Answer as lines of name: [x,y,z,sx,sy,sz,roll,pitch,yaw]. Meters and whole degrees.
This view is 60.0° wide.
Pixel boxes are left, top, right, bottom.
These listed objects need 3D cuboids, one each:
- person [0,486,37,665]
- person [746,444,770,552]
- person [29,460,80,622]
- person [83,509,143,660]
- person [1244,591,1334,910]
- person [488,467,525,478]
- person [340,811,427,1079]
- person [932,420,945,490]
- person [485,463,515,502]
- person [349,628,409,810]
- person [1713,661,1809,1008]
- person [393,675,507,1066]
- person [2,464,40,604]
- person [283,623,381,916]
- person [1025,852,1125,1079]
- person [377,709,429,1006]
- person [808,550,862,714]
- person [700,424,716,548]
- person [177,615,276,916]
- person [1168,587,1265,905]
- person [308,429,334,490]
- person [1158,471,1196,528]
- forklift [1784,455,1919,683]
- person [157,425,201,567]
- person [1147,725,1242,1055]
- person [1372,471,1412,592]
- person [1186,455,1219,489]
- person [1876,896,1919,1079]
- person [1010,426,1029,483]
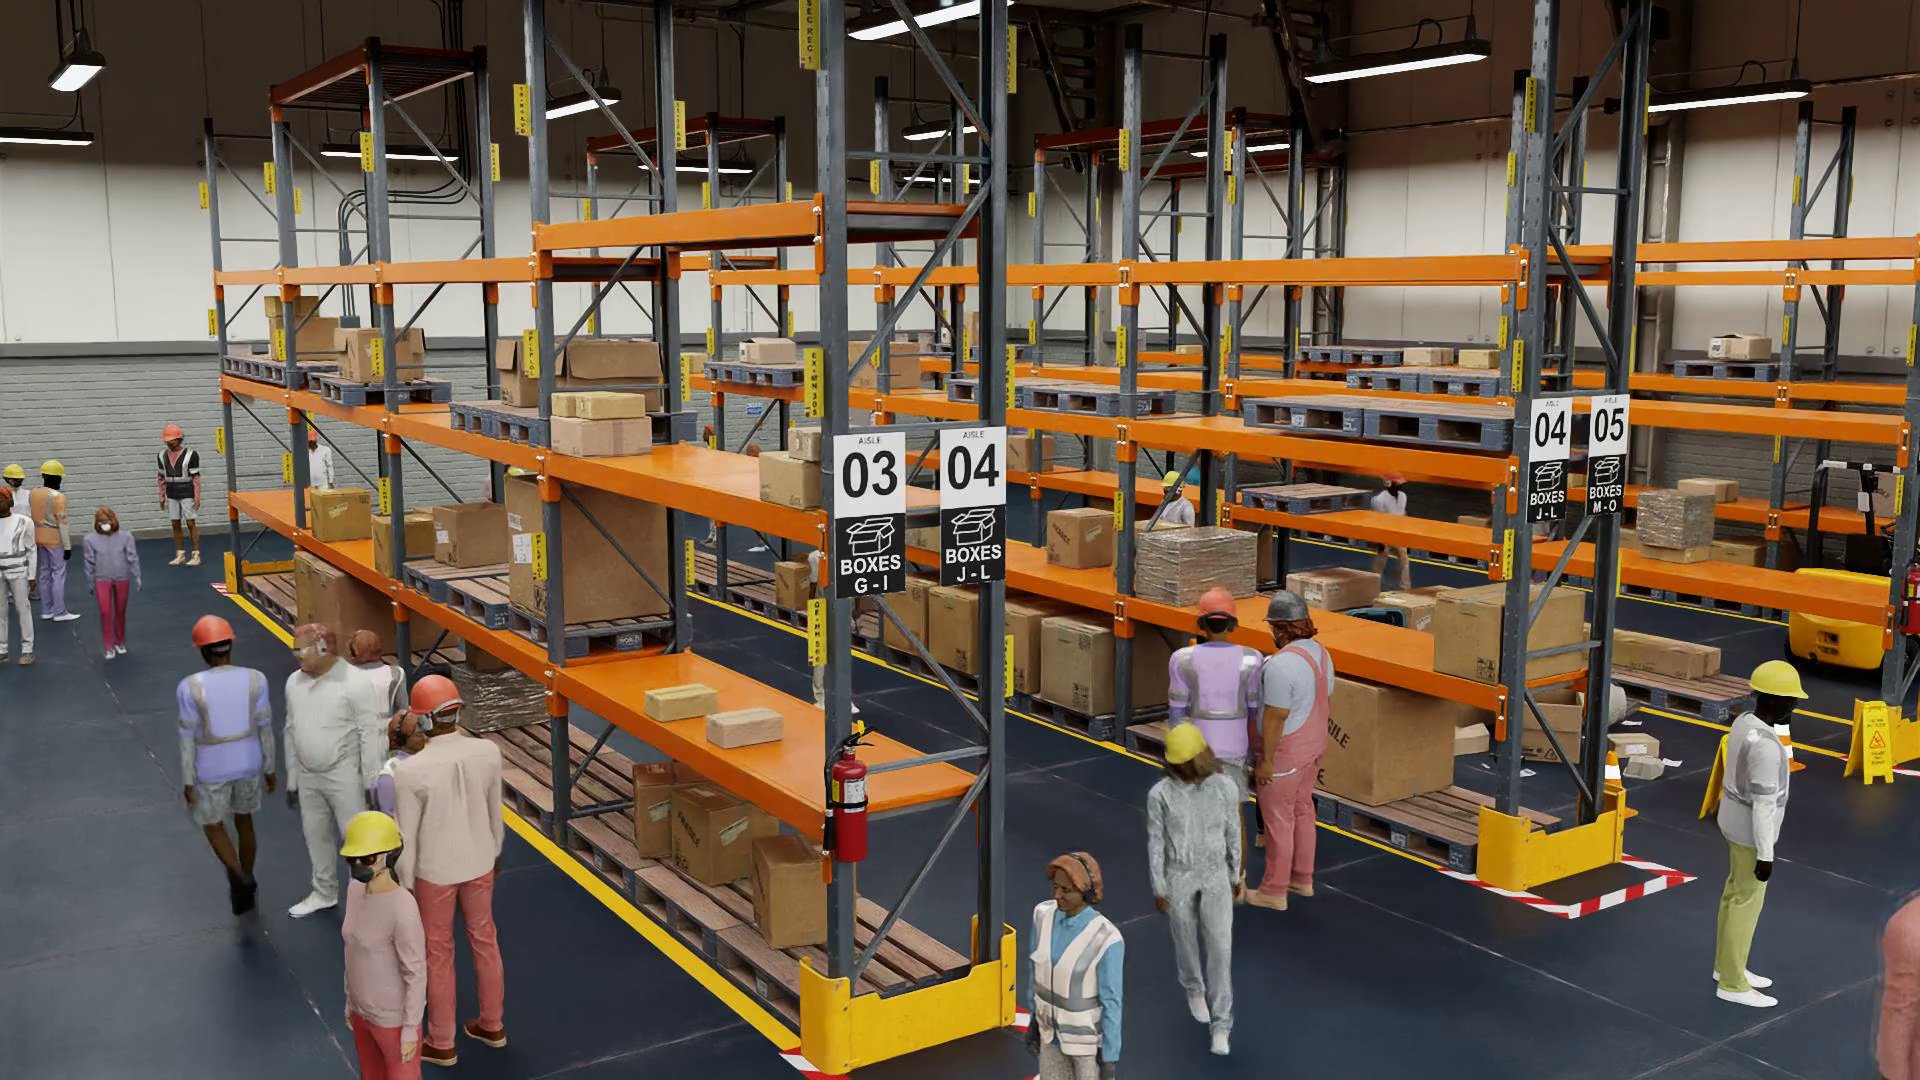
person: [-9.955,0.376,17.385,0.573,1.883,0.353,-1,9,-5]
person: [-3.053,-0.634,24.983,0.302,1.627,0.497,2,9,11]
person: [-10.729,0.014,19.691,0.585,1.919,0.385,4,10,27]
person: [-8.986,0.469,17.683,0.521,1.594,0.804,-6,10,-34]
person: [2.068,1.311,10.633,0.535,2.000,0.686,7,11,38]
person: [-6.408,-0.461,23.574,0.536,1.695,0.322,-4,9,-23]
person: [-2.431,1.994,6.985,0.533,1.771,0.301,8,11,41]
person: [-0.342,-1.301,29.366,0.314,1.636,0.514,2,9,13]
person: [-6.107,-0.321,22.496,0.570,1.739,0.576,-5,10,-32]
person: [-3.990,1.410,11.306,0.513,1.640,0.307,-6,10,-33]
person: [4.386,1.599,9.141,0.394,1.919,0.582,2,9,14]
person: [-2.605,1.663,8.474,0.404,1.986,0.613,8,12,43]
person: [-11.791,-0.074,20.799,0.340,1.757,0.518,4,9,25]
person: [-3.892,1.449,10.247,0.732,1.885,0.399,3,9,20]
person: [0.481,2.077,6.900,0.313,1.632,0.517,-7,11,-39]
person: [-3.023,1.730,9.172,0.310,1.638,0.523,1,9,7]
person: [-1.150,0.701,15.314,0.503,1.861,0.330,-3,9,-20]
person: [-3.786,-0.825,25.377,0.350,1.882,0.583,-3,9,-20]
person: [-4.525,1.419,10.335,0.558,1.910,0.627,-7,11,-39]
person: [1.630,1.313,10.618,0.613,2.039,0.396,0,9,2]
person: [-10.315,-0.935,26.592,0.573,1.739,0.350,-3,9,-22]
person: [2.458,0.115,19.280,0.403,1.835,0.587,-5,10,-29]
forklift: [9.643,0.253,17.172,2.313,2.155,1.214,-6,10,-33]
person: [-11.072,-0.623,23.565,0.618,2.028,0.410,1,9,6]
person: [1.222,1.786,8.619,0.502,1.682,0.907,1,9,3]
person: [5.414,-0.030,20.585,0.597,1.721,0.790,-6,10,-33]
person: [3.407,-0.474,23.529,0.578,1.731,0.583,-5,10,-32]
person: [3.876,2.010,6.530,0.649,1.887,0.714,-1,9,-8]
person: [1.286,-2.053,33.692,0.429,1.842,0.634,-7,11,-38]
